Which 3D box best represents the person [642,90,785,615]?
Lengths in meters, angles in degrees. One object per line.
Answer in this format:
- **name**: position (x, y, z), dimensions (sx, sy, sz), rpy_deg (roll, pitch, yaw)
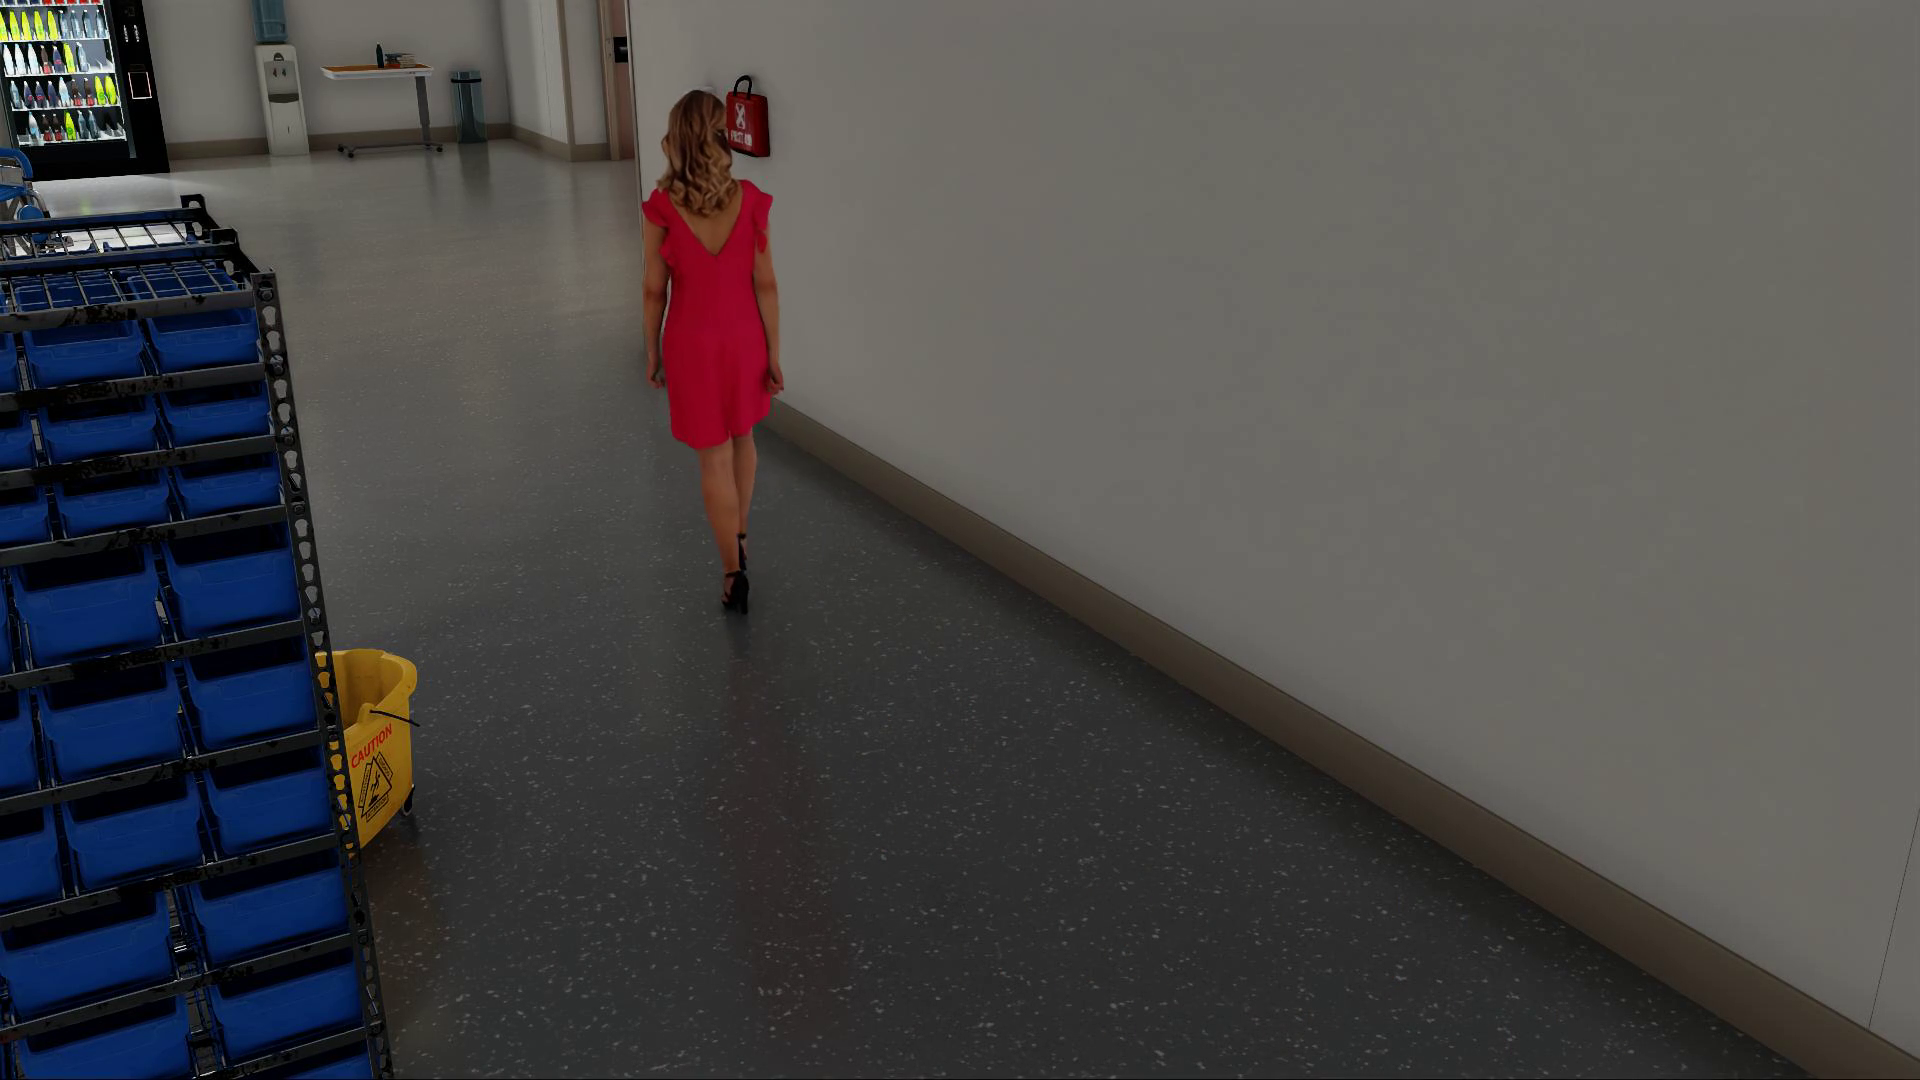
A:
- **person**: position (-0.779, -0.569, 5.415), dimensions (0.680, 1.711, 0.721), rpy_deg (-7, 22, -17)
